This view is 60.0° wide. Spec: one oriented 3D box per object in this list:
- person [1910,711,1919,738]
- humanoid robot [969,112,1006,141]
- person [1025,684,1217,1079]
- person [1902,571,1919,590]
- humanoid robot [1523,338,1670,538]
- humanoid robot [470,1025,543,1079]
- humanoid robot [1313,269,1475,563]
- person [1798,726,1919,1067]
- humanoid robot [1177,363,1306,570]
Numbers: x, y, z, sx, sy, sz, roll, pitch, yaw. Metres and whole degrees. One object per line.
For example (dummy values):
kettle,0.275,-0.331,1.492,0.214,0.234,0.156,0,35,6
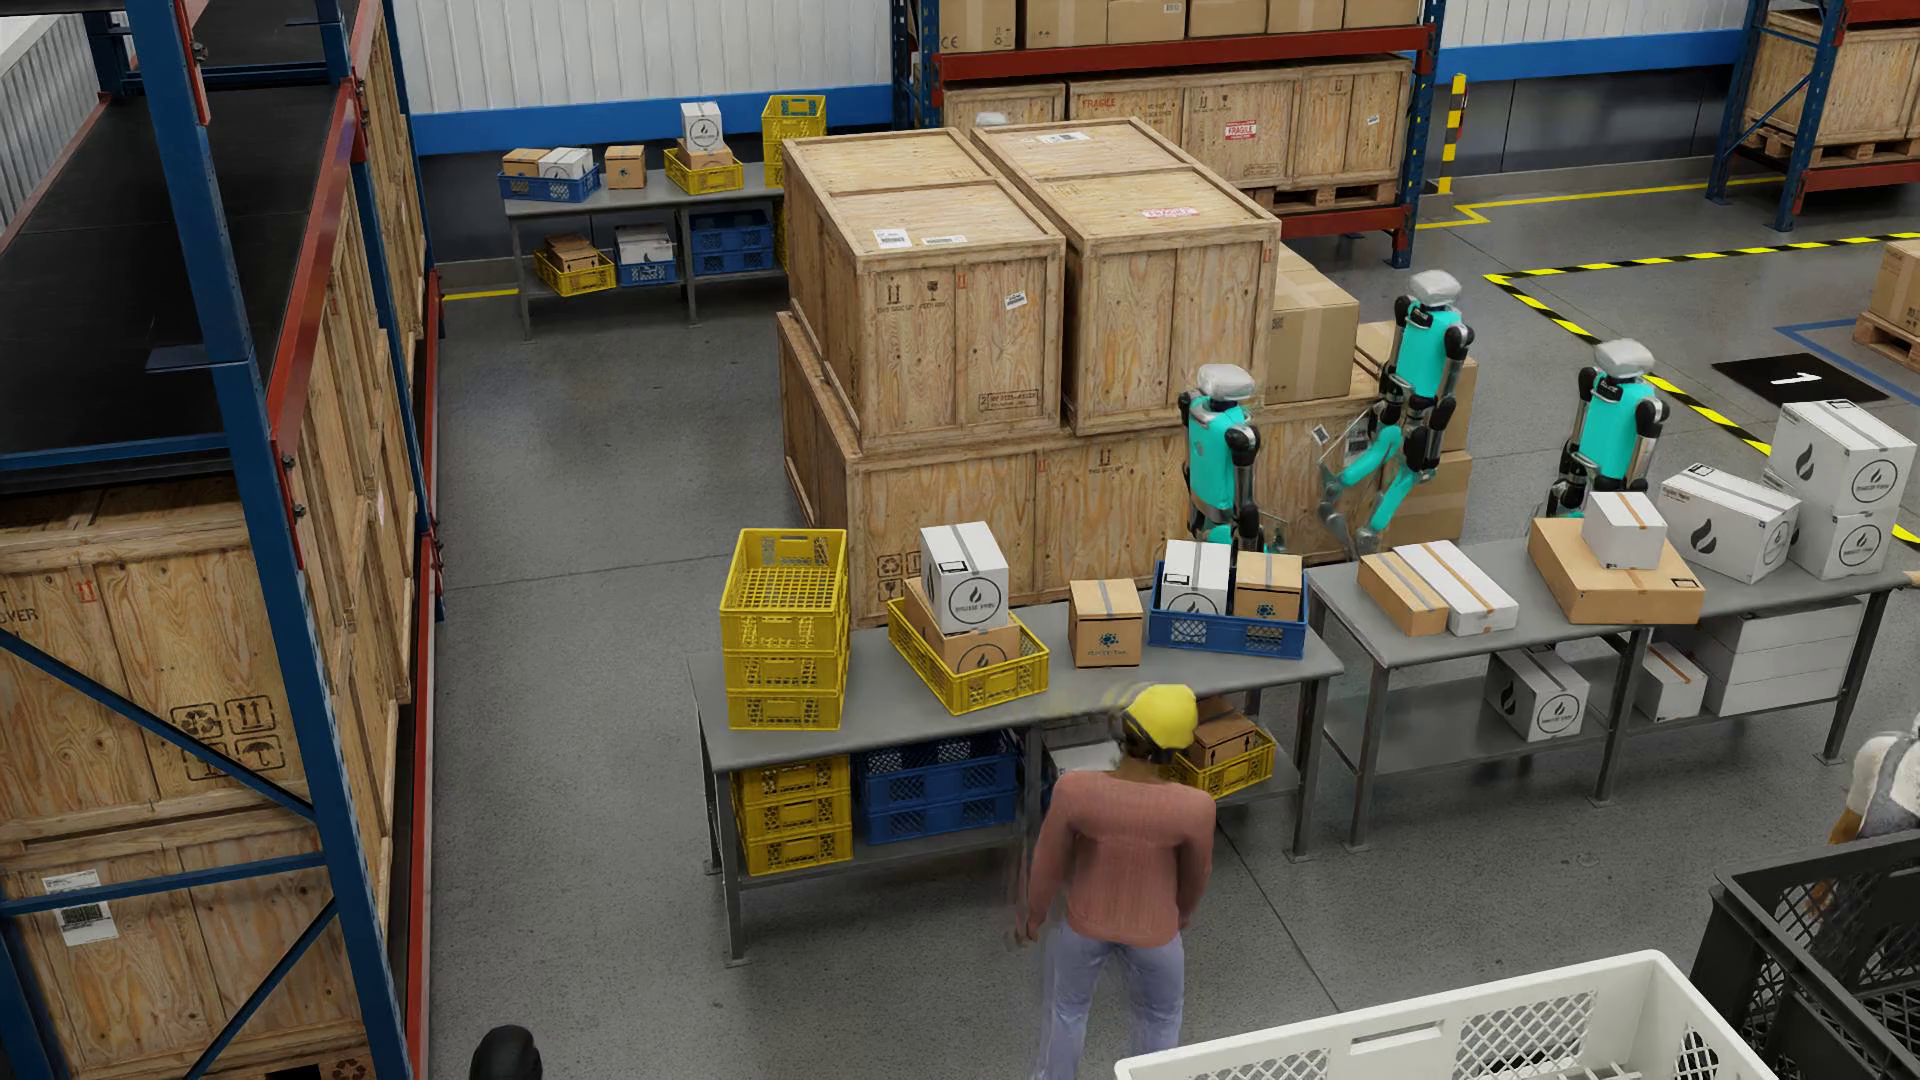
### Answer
person,4.306,0.342,6.880,0.628,1.835,0.429,-16,33,-27
humanoid robot,0.420,-2.056,11.326,1.015,1.720,0.536,-8,30,-14
person,0.467,1.217,5.401,0.709,1.730,0.353,5,29,10
person,5.204,-0.560,8.293,0.363,2.048,0.608,0,29,0
humanoid robot,2.734,-0.014,7.686,0.734,1.847,0.541,-8,30,-14
humanoid robot,-1.045,1.863,4.268,0.589,1.647,0.498,-4,29,-8
humanoid robot,2.113,-0.424,8.470,0.719,1.901,0.542,-11,31,-19
person,2.915,1.246,5.237,0.660,1.824,0.533,-25,37,-38
humanoid robot,1.436,-0.027,7.701,1.017,1.775,0.532,-12,31,-21
